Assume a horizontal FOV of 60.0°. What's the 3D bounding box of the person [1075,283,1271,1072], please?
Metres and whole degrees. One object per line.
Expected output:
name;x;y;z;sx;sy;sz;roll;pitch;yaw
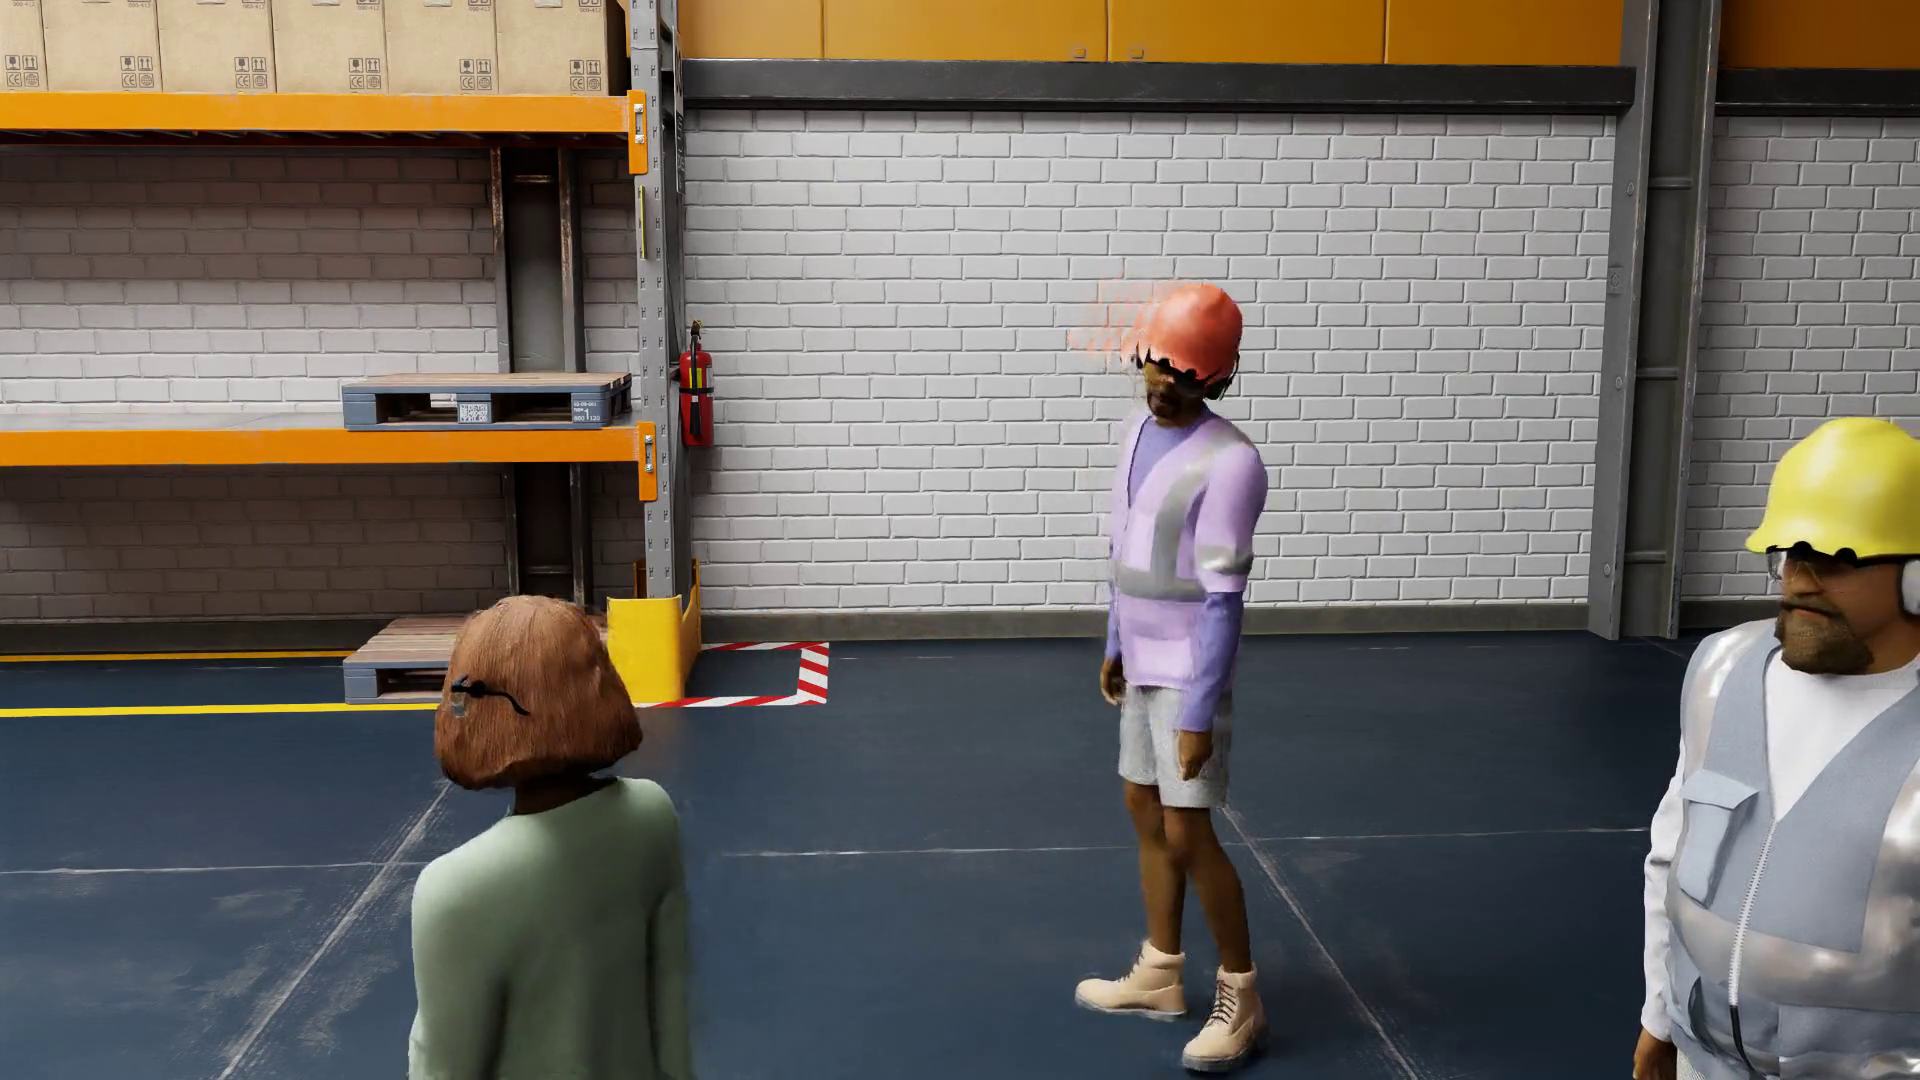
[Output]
person;0.586;0.347;4.333;0.416;1.999;0.688;-2;9;-15

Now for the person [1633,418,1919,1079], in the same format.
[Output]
person;1.219;0.738;2.380;0.404;1.828;0.600;-5;10;-30

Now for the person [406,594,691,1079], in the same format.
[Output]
person;-0.503;0.870;2.257;0.769;1.602;0.507;4;10;22
